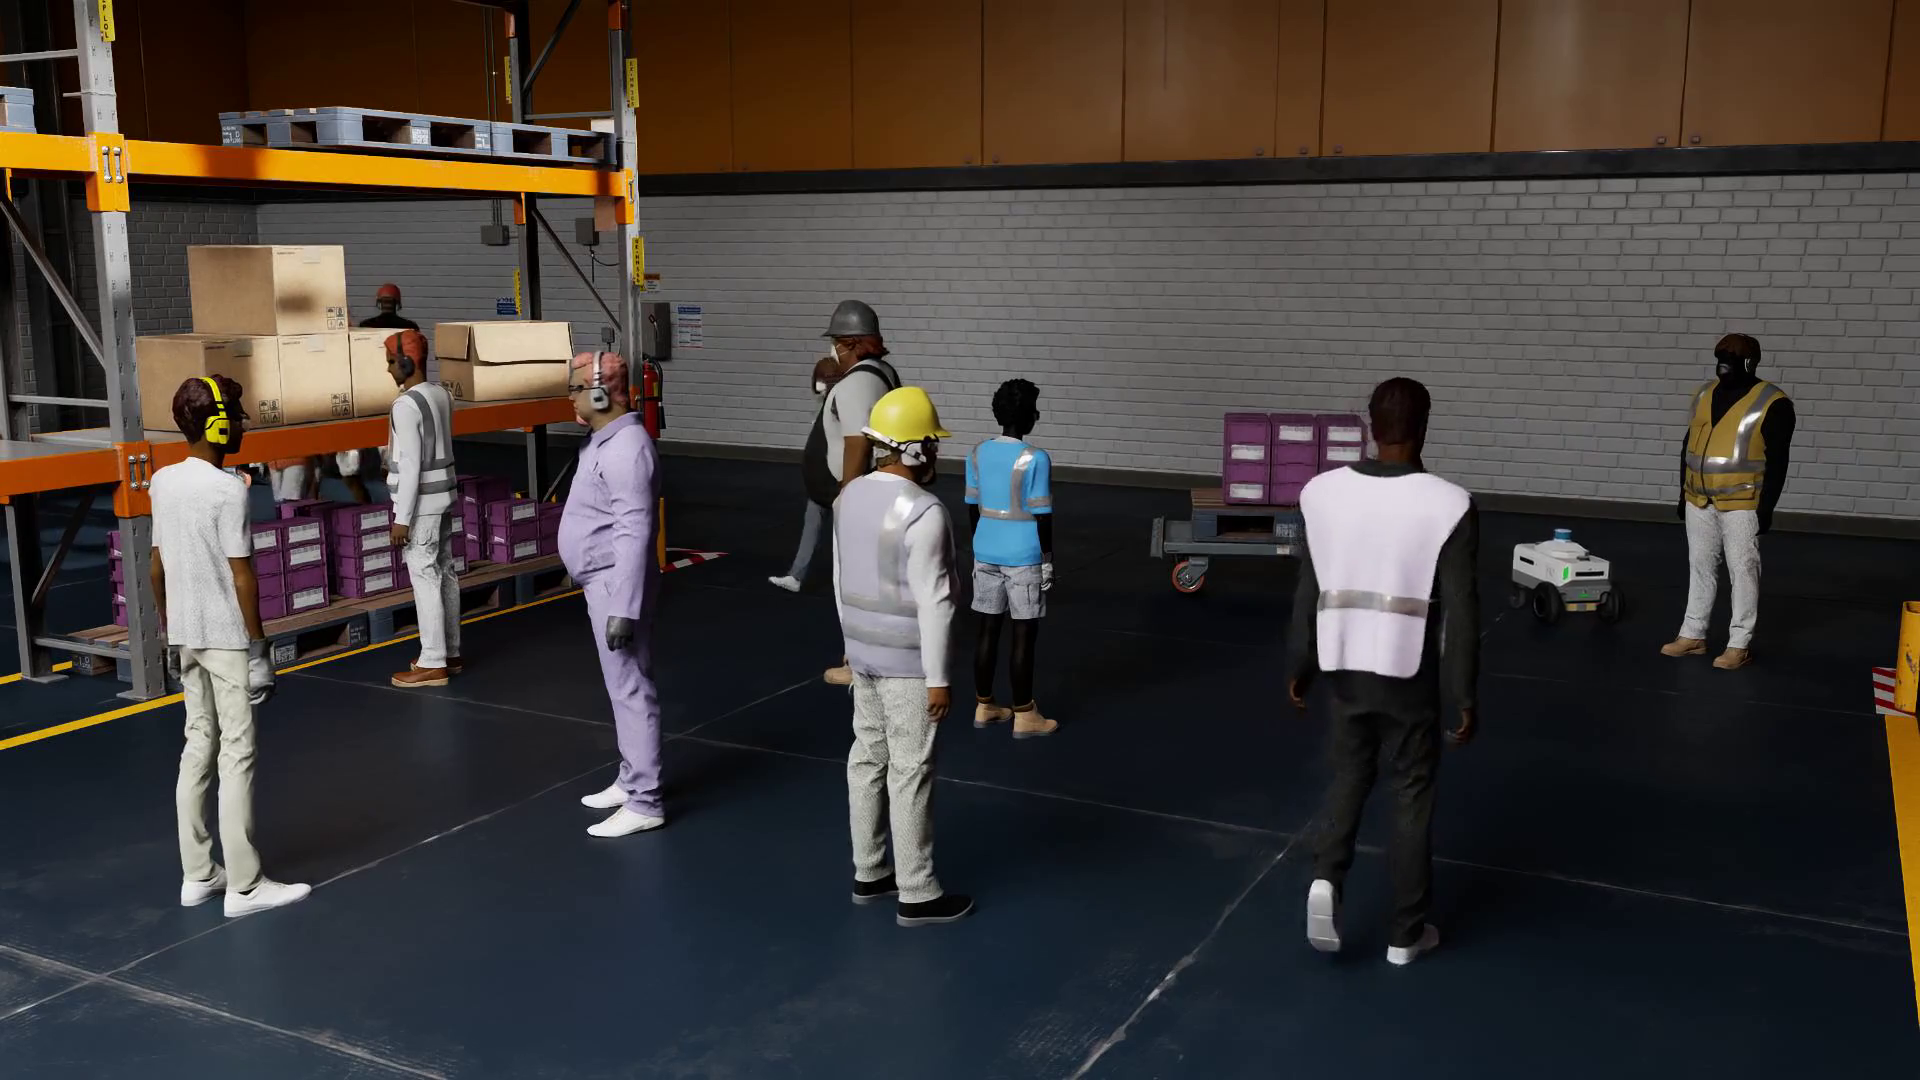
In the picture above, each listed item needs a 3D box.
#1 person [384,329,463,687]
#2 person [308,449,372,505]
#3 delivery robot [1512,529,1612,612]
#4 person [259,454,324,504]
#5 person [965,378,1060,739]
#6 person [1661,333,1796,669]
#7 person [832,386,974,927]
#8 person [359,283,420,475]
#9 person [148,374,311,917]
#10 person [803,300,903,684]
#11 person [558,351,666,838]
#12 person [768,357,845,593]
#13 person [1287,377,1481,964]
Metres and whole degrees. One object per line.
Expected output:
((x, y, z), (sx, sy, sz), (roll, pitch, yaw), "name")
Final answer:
((-2.846, -0.166, 8.793), (0.356, 1.884, 0.573), (1, 10, 3), "person")
((-4.816, -0.811, 12.568), (0.614, 1.864, 0.983), (10, 14, 44), "person")
((3.752, 0.175, 10.386), (0.477, 0.478, 0.707), (-1, 10, -8), "delivery robot")
((-4.646, -0.555, 11.673), (0.537, 1.673, 0.785), (4, 11, 23), "person")
((0.251, 0.084, 7.879), (0.316, 1.696, 0.541), (-9, 13, -42), "person")
((4.234, -0.217, 9.205), (0.429, 1.845, 0.620), (-5, 11, -28), "person")
((-0.199, 0.392, 5.702), (0.404, 1.834, 0.591), (-7, 12, -35), "person")
((-5.717, -1.590, 16.754), (0.635, 1.976, 0.513), (-4, 11, -21), "person")
((-2.566, 0.364, 5.761), (0.523, 1.870, 0.317), (6, 11, 31), "person")
((-0.569, -0.258, 8.871), (0.536, 2.000, 0.688), (2, 10, 13), "person")
((-1.372, 0.210, 6.556), (0.402, 1.904, 0.651), (-3, 10, -14), "person")
((-0.869, -0.419, 11.121), (0.505, 1.583, 0.860), (10, 14, 44), "person")
((1.321, 0.435, 5.300), (0.671, 1.888, 0.564), (7, 12, 36), "person")
